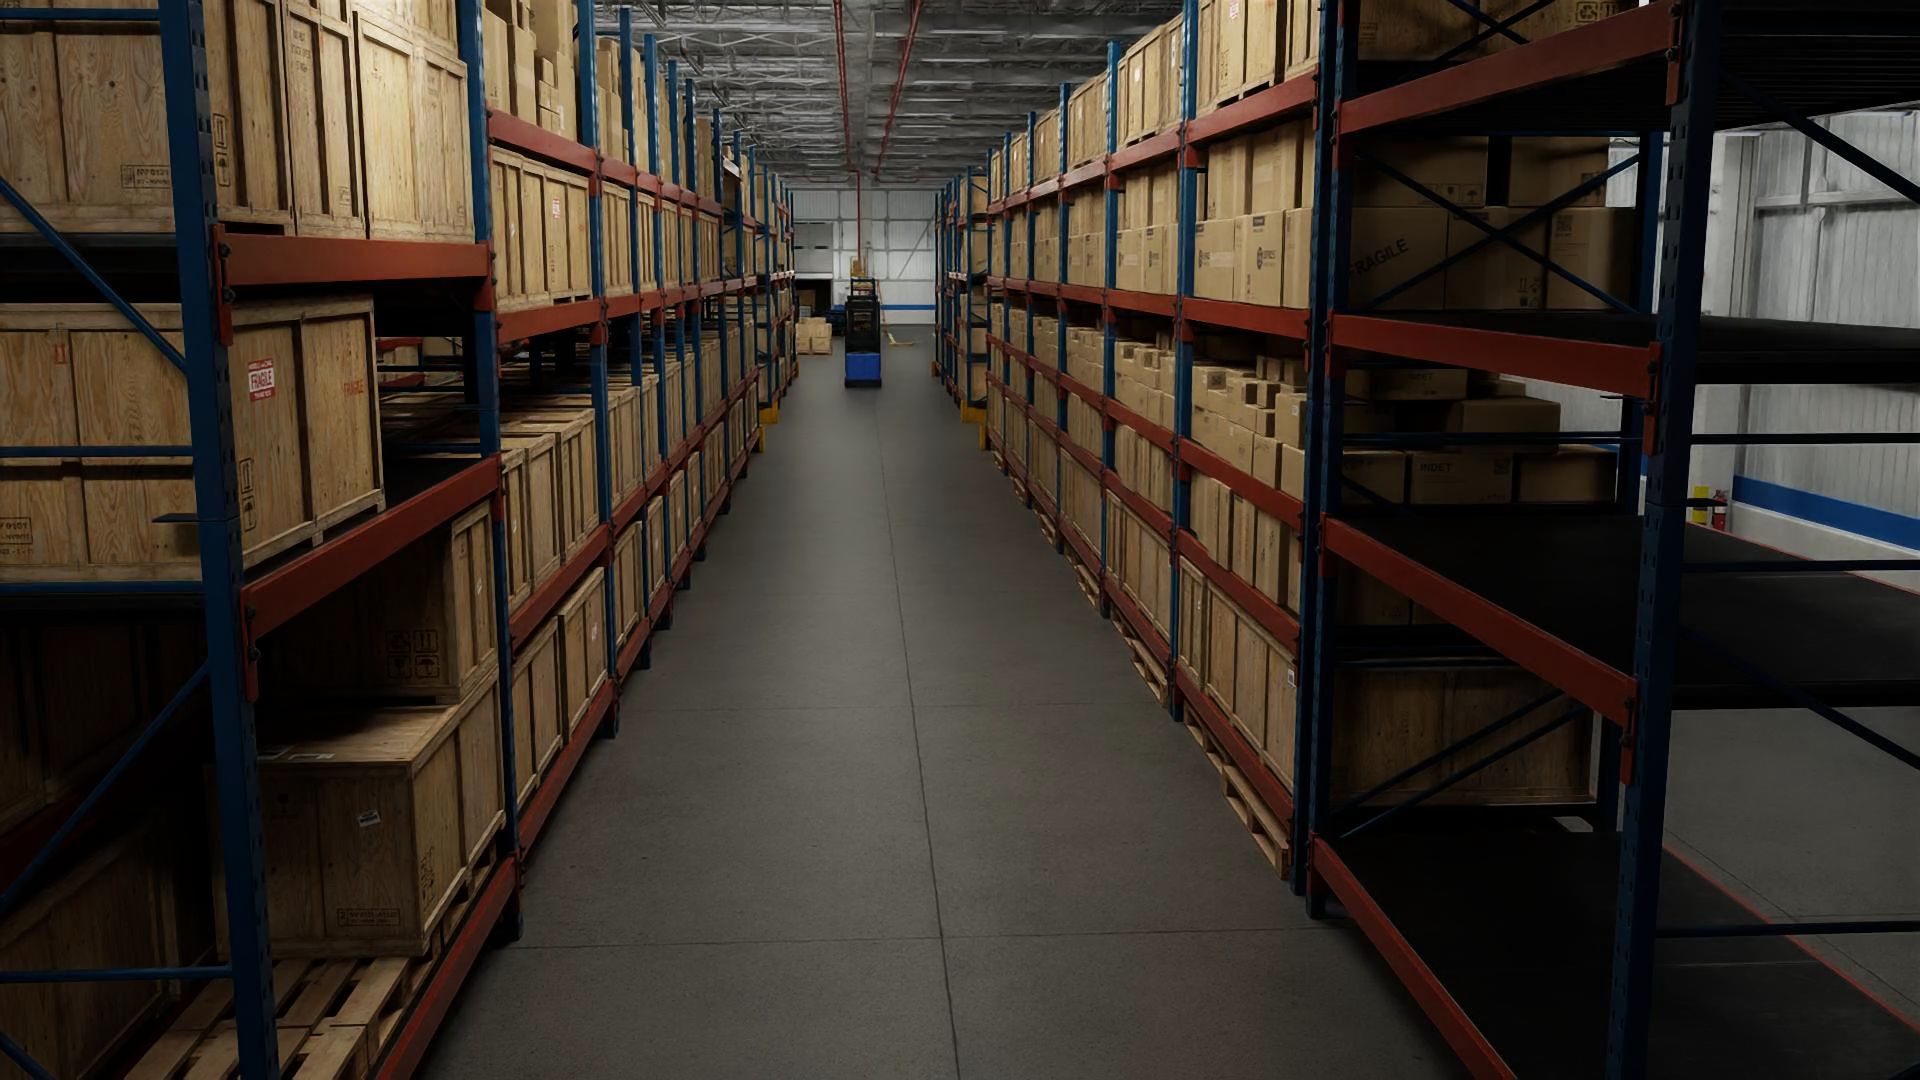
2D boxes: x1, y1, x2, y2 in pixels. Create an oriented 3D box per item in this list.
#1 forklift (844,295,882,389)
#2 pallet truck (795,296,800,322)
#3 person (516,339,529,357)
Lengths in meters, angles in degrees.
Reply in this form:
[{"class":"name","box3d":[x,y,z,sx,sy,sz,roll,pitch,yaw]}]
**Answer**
[{"class":"forklift","box3d":[-2.953,-6.026,50.464,1.129,2.768,1.873,-1,10,-4]},{"class":"pallet truck","box3d":[-8.622,-12.439,91.403,1.885,1.965,0.823,2,10,13]},{"class":"person","box3d":[-10.379,-3.846,40.105,0.629,1.981,1.059,-1,10,-6]}]
